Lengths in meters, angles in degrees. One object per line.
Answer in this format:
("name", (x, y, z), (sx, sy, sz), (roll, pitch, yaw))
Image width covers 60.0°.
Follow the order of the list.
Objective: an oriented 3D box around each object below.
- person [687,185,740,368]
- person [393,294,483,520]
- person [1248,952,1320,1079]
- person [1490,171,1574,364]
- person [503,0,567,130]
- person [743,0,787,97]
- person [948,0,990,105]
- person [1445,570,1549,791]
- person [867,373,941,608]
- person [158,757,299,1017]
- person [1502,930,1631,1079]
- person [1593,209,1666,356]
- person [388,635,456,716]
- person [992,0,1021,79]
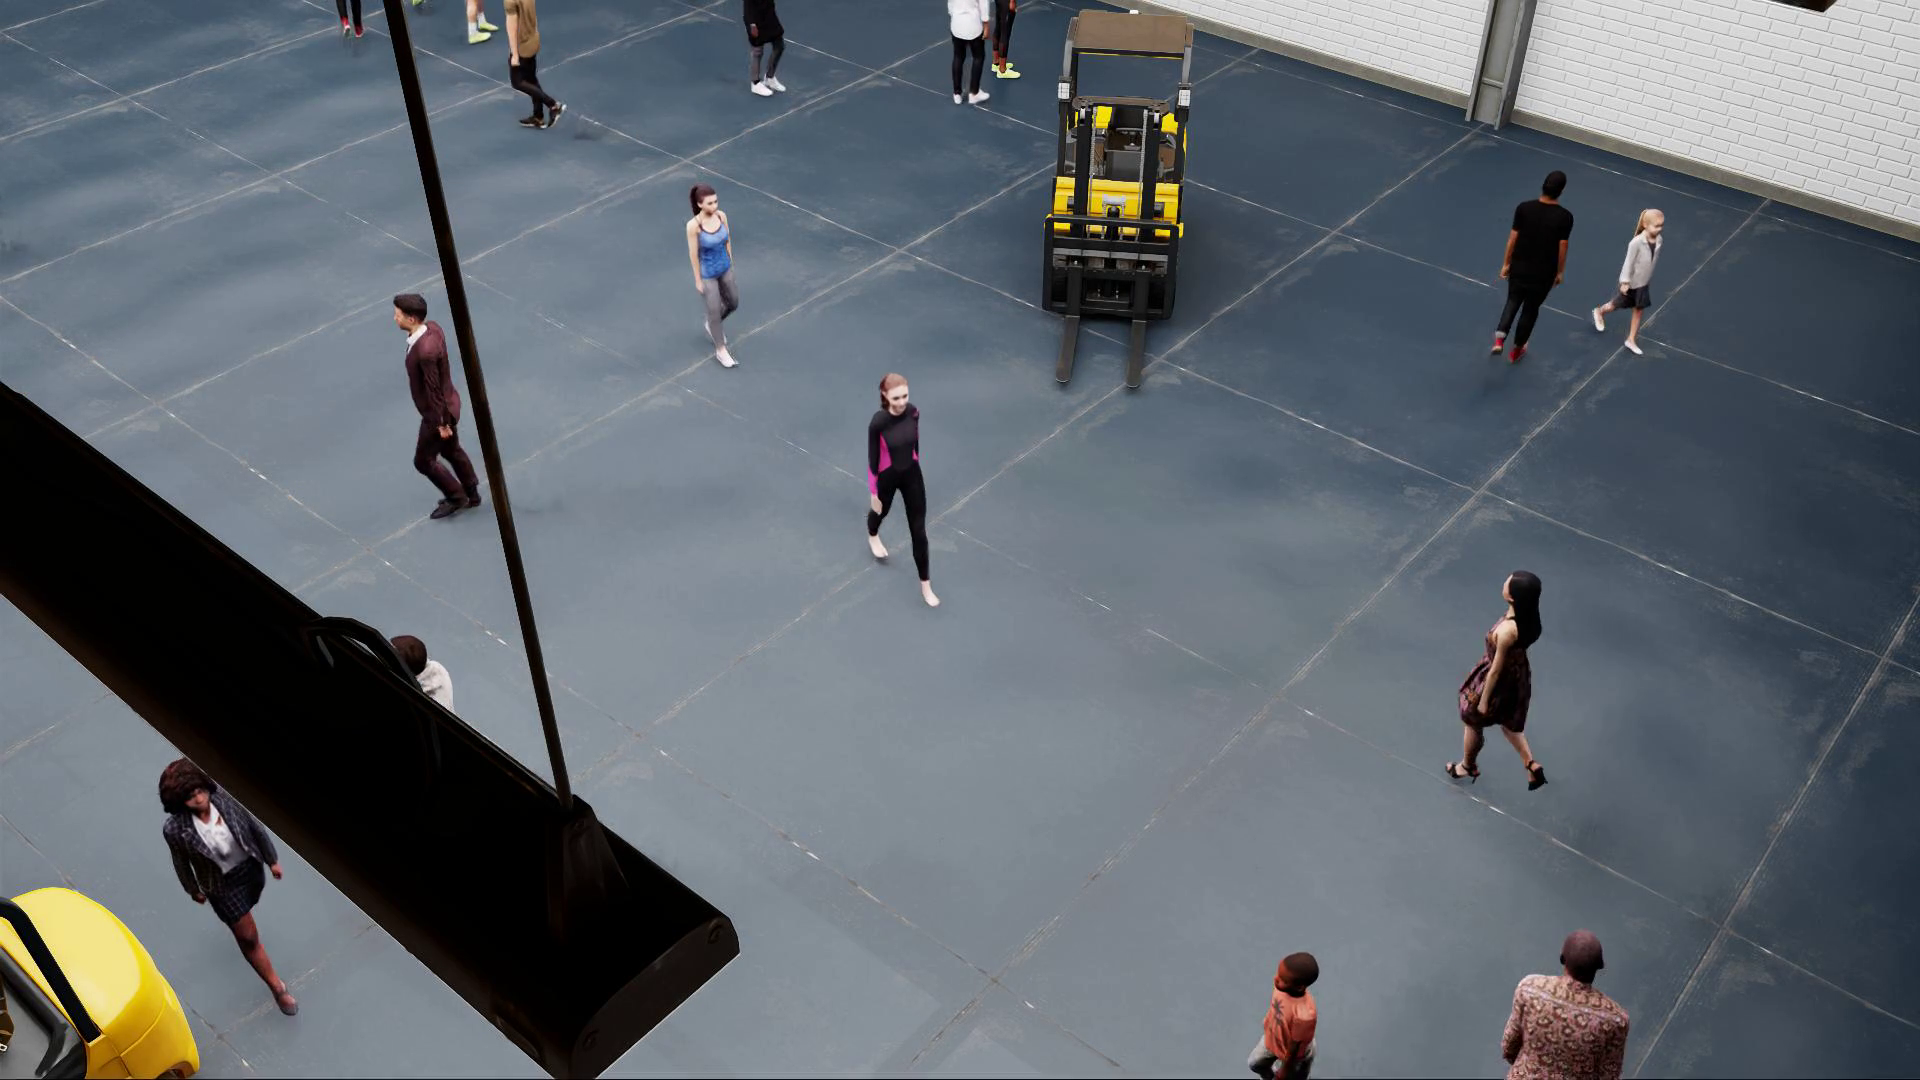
("person", (-2.088, -2.258, 13.985), (0.619, 1.605, 0.801), (-30, 47, -32))
("person", (-3.745, -0.974, 12.182), (0.877, 1.850, 0.801), (-6, 39, -7))
("person", (1.705, 2.490, 8.289), (0.634, 1.295, 0.565), (-10, 40, -12))
("person", (4.732, -2.207, 13.814), (0.700, 1.740, 0.726), (22, 44, 25))
("person", (-4.486, -5.162, 17.434), (0.991, 1.840, 0.888), (8, 39, 10))
("person", (-2.263, -5.744, 18.234), (0.697, 1.750, 0.718), (21, 43, 24))
("person", (0.077, -5.624, 18.042), (0.616, 1.802, 0.764), (15, 41, 18))
("person", (3.289, 0.898, 9.908), (0.851, 1.762, 0.614), (27, 46, 30))
("person", (-0.486, -0.442, 11.640), (0.905, 1.694, 1.239), (-18, 42, -21))
("person", (-3.921, 1.762, 8.906), (1.032, 1.662, 0.645), (31, 48, 32))
("person", (2.740, 2.614, 7.749), (0.857, 1.774, 0.905), (21, 43, 24))
("person", (5.753, -2.259, 14.265), (0.791, 1.258, 0.911), (-9, 40, -11))
("person", (-2.849, 1.271, 9.396), (1.285, 1.817, 1.186), (-1, 39, -1))
("person", (0.506, -6.086, 18.659), (0.699, 1.754, 0.612), (-9, 40, -11))
